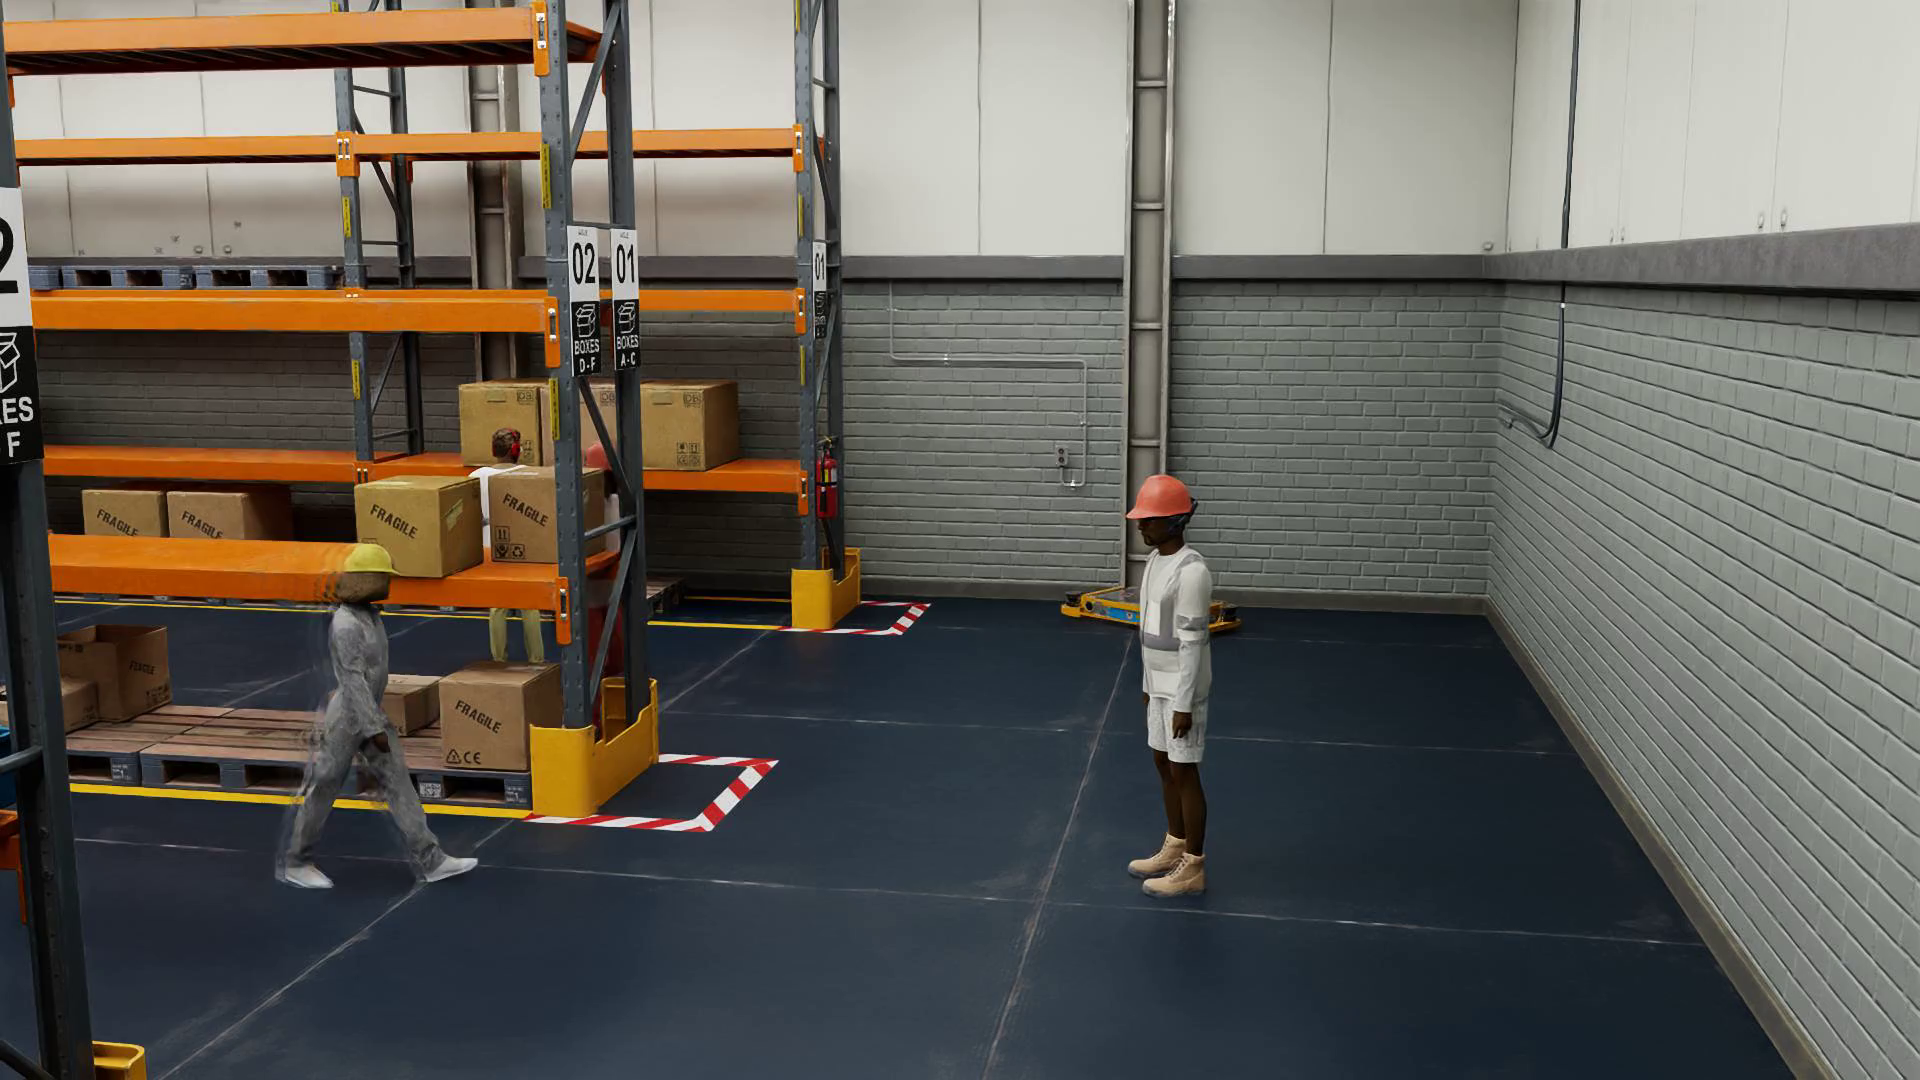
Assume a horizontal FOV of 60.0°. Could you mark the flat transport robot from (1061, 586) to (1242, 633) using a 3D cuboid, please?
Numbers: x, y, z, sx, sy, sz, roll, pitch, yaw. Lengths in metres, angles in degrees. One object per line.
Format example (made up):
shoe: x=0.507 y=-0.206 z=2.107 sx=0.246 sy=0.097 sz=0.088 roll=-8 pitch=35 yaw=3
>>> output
flat transport robot: x=1.610 y=0.588 z=14.112 sx=1.431 sy=0.197 sz=0.652 roll=9 pitch=13 yaw=44

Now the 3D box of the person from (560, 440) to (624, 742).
person: x=-2.273 y=0.354 z=10.294 sx=0.609 sy=1.972 sz=0.632 roll=5 pitch=10 yaw=27

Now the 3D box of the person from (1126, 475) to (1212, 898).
person: x=0.990 y=0.698 z=8.000 sx=0.419 sy=2.036 sz=0.601 roll=-2 pitch=9 yaw=-14

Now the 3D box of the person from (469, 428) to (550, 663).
person: x=-3.342 y=0.091 z=12.346 sx=0.563 sy=1.839 sz=0.394 roll=-1 pitch=9 yaw=-3

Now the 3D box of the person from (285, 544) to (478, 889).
person: x=-2.876 y=0.862 z=8.050 sx=0.933 sy=1.678 sz=0.504 roll=1 pitch=9 yaw=4
